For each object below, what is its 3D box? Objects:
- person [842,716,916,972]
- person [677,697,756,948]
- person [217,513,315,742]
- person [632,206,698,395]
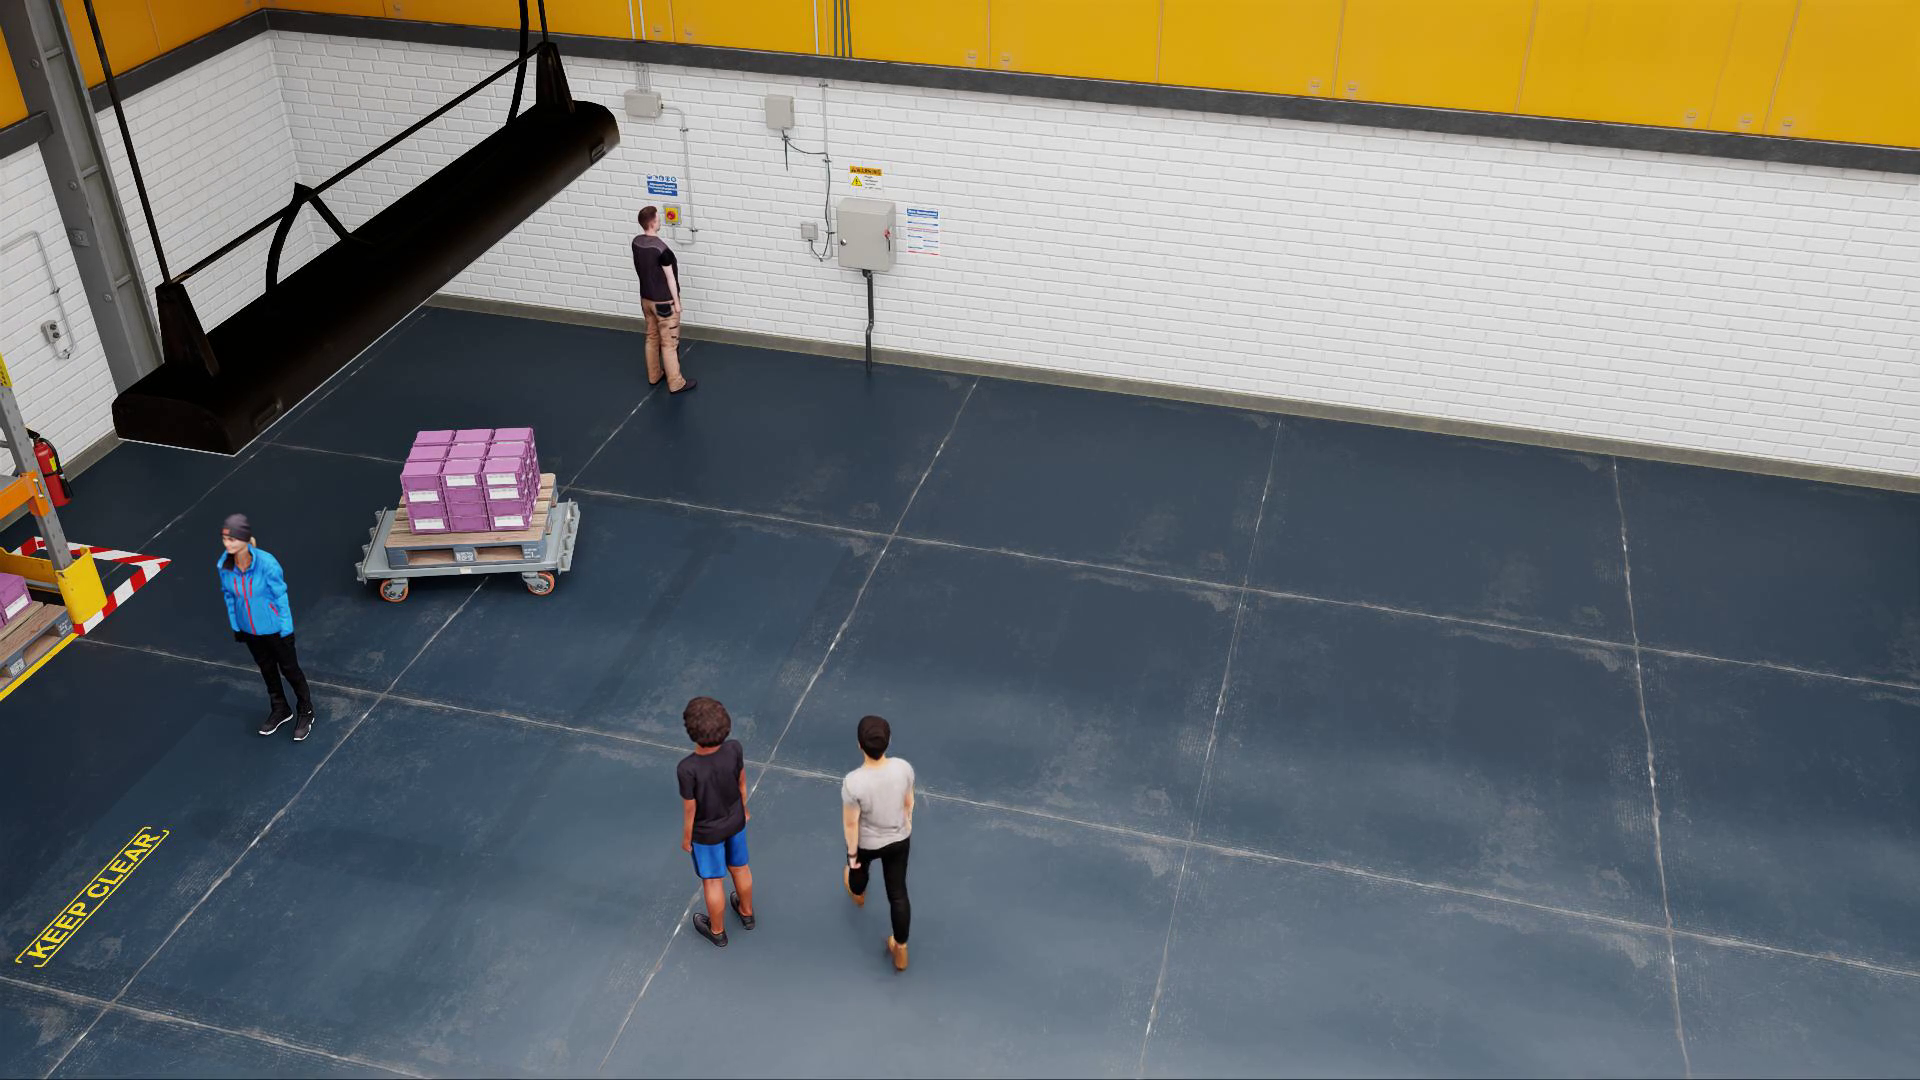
[{"bbox_3d":[-0.447,1.796,9.736,0.994,1.680,1.178,-10,35,-14],"label":"person"},{"bbox_3d":[-1.436,1.664,9.827,0.687,1.798,0.774,-25,41,-32],"label":"person"},{"bbox_3d":[-4.776,0.596,11.435,0.619,1.798,0.513,7,34,10],"label":"person"},{"bbox_3d":[-2.857,-2.287,15.731,0.768,1.842,0.752,26,41,33],"label":"person"}]
